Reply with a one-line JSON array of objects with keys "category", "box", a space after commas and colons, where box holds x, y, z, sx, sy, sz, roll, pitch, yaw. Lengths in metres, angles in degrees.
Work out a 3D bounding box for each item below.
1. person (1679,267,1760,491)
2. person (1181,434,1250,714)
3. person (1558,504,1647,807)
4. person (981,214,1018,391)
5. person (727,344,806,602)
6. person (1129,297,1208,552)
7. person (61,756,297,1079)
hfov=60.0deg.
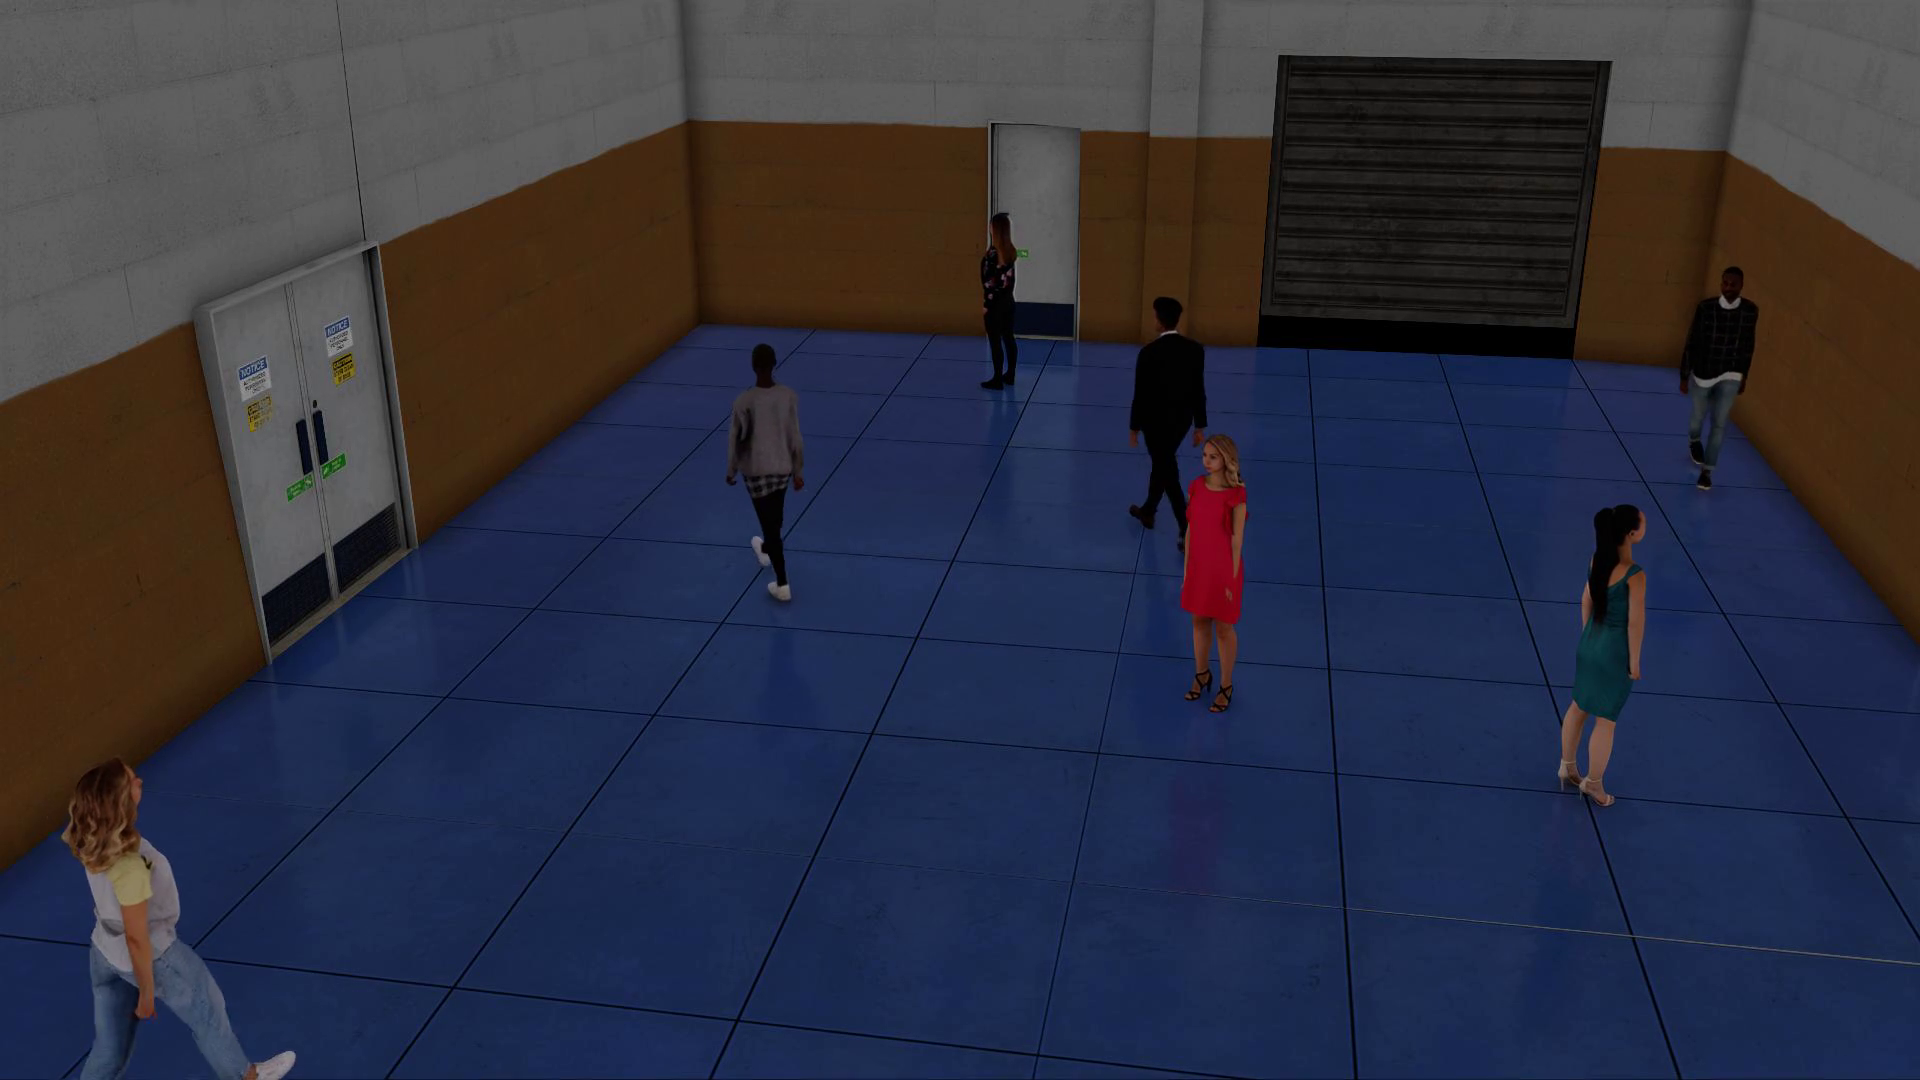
[{"category": "person", "box": [6.169, -1.352, 13.553, 1.273, 1.763, 0.920, 8, 23, 18]}, {"category": "person", "box": [1.512, 0.185, 9.785, 0.640, 1.721, 0.729, 19, 29, 40]}, {"category": "person", "box": [3.414, 0.601, 8.795, 0.632, 1.686, 0.627, -8, 23, -19]}, {"category": "person", "box": [0.384, -2.294, 16.004, 0.659, 1.683, 0.654, 17, 27, 36]}, {"category": "person", "box": [-1.261, -0.423, 11.279, 1.104, 1.735, 1.108, -11, 25, -26]}, {"category": "person", "box": [1.545, -0.797, 12.076, 1.263, 1.834, 1.220, -10, 24, -23]}, {"category": "person", "box": [-3.161, 1.634, 6.219, 1.164, 1.674, 1.011, 15, 26, 32]}]
